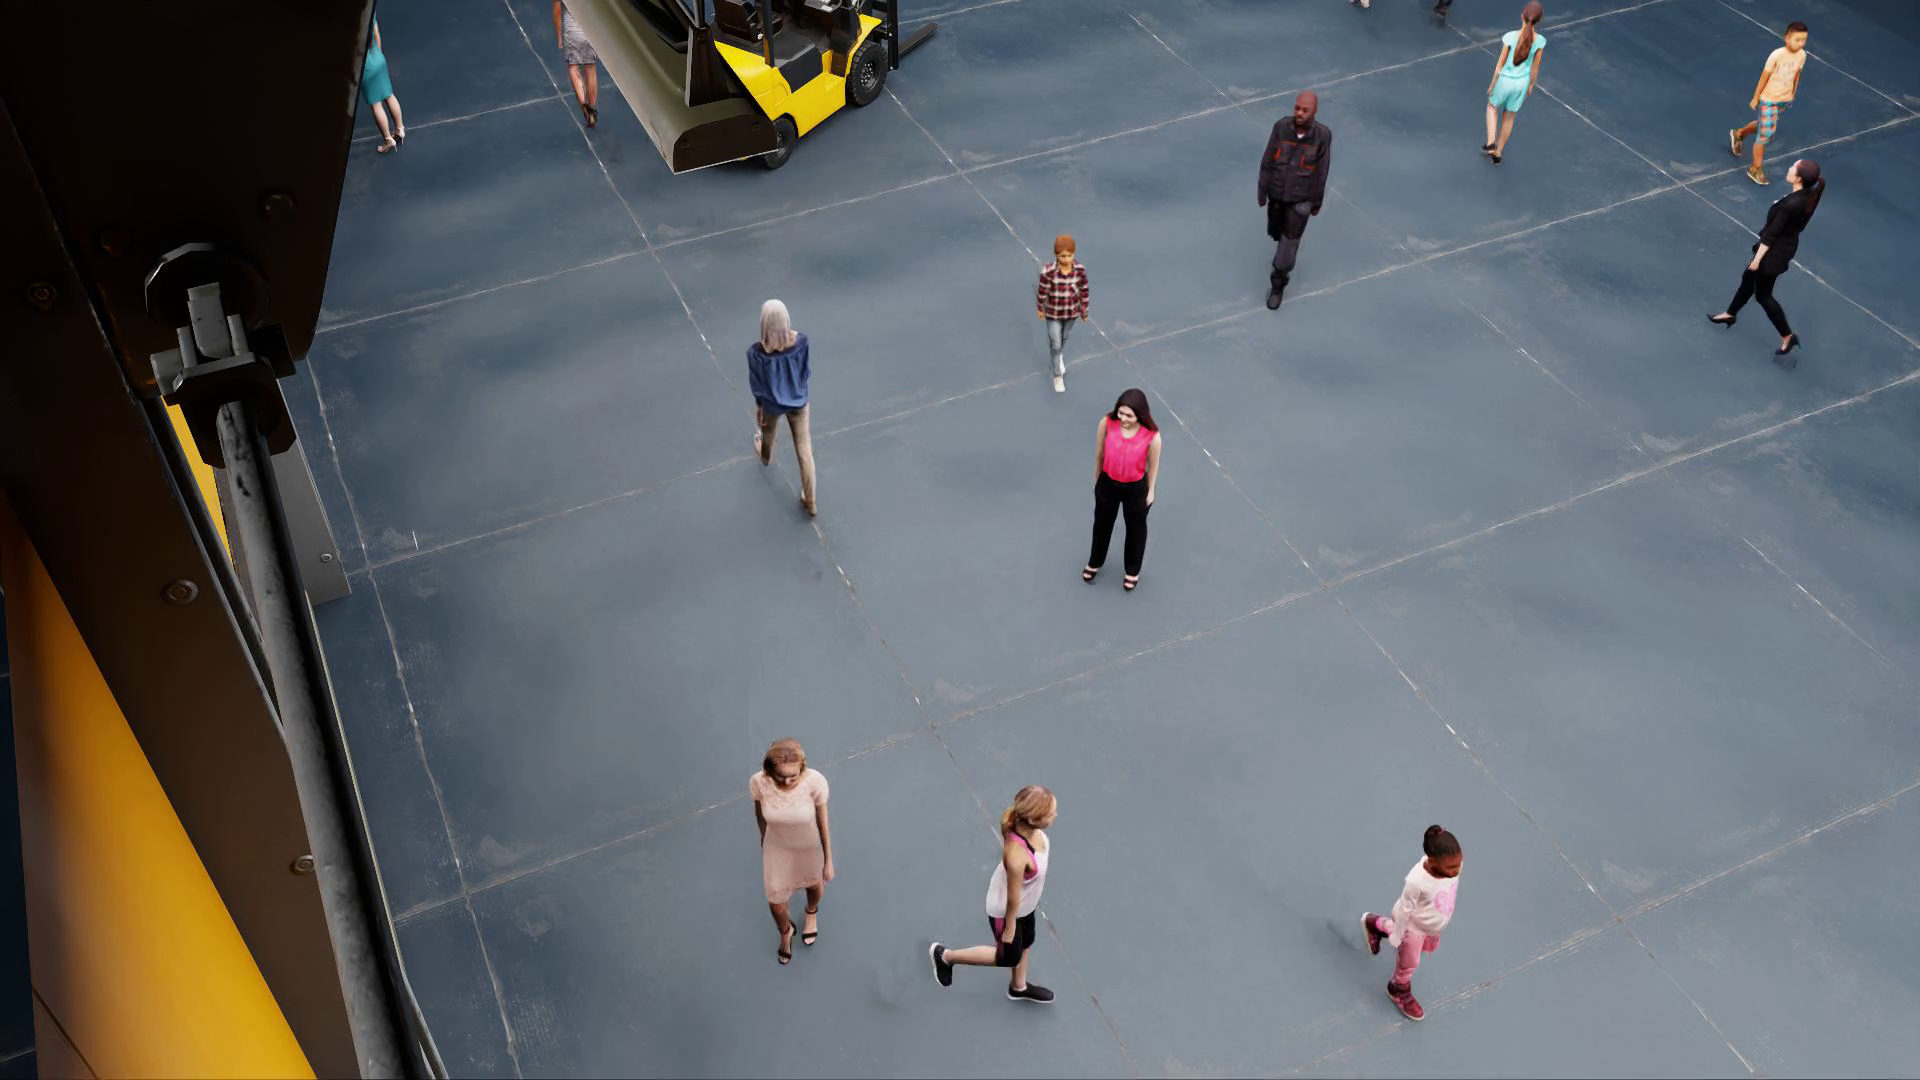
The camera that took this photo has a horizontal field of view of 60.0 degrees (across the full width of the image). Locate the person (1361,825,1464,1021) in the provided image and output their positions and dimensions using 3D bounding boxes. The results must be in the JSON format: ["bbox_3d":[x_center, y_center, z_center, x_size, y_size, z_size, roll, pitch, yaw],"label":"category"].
[{"bbox_3d":[2.387,1.956,8.829,0.604,1.432,0.836,-24,49,-23],"label":"person"}]

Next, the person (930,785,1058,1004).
[{"bbox_3d":[0.179,1.869,8.680,1.009,1.763,0.991,8,44,9],"label":"person"}]

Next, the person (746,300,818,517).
[{"bbox_3d":[-1.198,-0.887,11.660,0.627,1.643,1.115,-17,46,-17],"label":"person"}]

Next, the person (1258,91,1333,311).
[{"bbox_3d":[2.746,-2.895,13.653,1.213,1.802,1.239,17,46,17],"label":"person"}]

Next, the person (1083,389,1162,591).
[{"bbox_3d":[1.088,-0.342,11.075,0.655,1.661,0.717,15,46,15],"label":"person"}]

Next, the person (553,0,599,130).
[{"bbox_3d":[-3.492,-4.619,15.459,0.616,1.807,0.730,-17,46,-17],"label":"person"}]

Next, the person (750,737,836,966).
[{"bbox_3d":[-0.865,1.573,8.955,0.690,1.813,0.741,0,44,0],"label":"person"}]

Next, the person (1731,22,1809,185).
[{"bbox_3d":[7.347,-4.029,15.107,0.632,1.438,0.987,-11,45,-12],"label":"person"}]

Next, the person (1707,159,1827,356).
[{"bbox_3d":[6.442,-2.179,13.026,0.795,1.630,1.101,-31,52,-29],"label":"person"}]

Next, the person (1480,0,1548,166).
[{"bbox_3d":[5.022,-4.113,15.115,0.676,1.549,0.718,6,44,6],"label":"person"}]

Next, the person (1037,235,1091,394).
[{"bbox_3d":[0.781,-1.832,12.912,0.663,1.285,0.867,-8,44,-8],"label":"person"}]

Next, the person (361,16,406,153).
[{"bbox_3d":[-5.419,-4.360,15.274,0.667,1.686,0.619,16,46,17],"label":"person"}]
